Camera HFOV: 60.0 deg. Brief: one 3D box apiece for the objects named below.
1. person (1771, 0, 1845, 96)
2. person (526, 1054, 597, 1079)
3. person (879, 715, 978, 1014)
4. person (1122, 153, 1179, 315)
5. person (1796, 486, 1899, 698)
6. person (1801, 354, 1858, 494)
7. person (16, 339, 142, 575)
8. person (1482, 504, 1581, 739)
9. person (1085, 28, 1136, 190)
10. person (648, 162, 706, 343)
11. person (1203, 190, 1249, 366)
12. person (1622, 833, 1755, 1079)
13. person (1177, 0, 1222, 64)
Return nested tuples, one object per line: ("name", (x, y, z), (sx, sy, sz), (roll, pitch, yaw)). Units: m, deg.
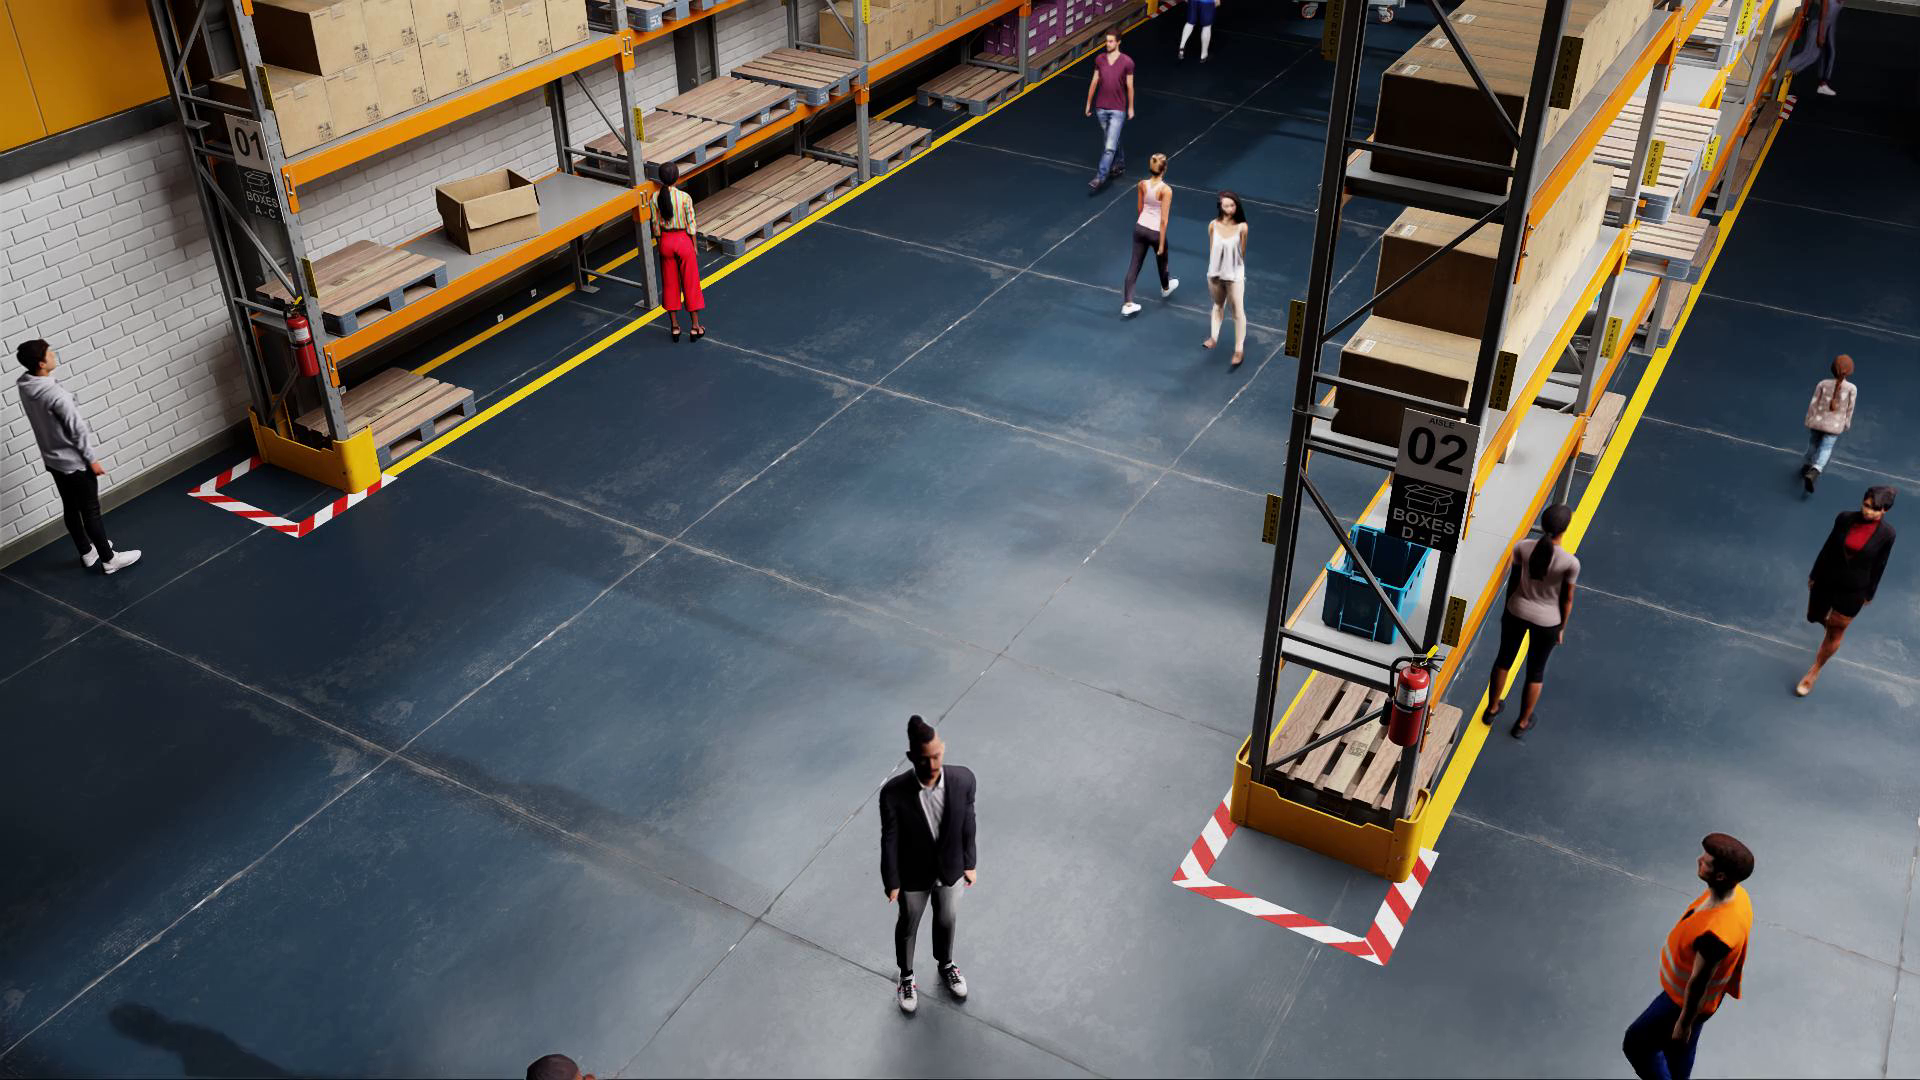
("person", (11.286, -6.717, 21.967), (1.048, 1.663, 0.954), (-23, 40, -31))
("person", (-1.622, 2.886, 7.477), (0.778, 1.709, 0.715), (-6, 34, -9))
("person", (-0.174, 1.726, 9.004), (0.775, 1.949, 0.852), (-11, 35, -16))
("person", (1.830, -2.970, 16.394), (0.669, 1.590, 1.133), (24, 40, 31))
("person", (6.073, 0.310, 11.430), (0.960, 1.623, 0.728), (-28, 43, -35))
("person", (7.162, -0.957, 13.736), (0.525, 1.181, 0.785), (21, 39, 28))
("person", (-6.753, -0.625, 12.560), (0.670, 1.929, 0.575), (16, 37, 23))
("person", (3.774, 0.526, 10.994), (0.599, 1.745, 0.540), (21, 39, 28))
("person", (1.801, -5.023, 19.295), (0.745, 1.799, 1.166), (21, 39, 29))
("person", (-2.703, -2.749, 15.880), (0.678, 1.792, 0.668), (3, 34, 5))
("person", (2.439, -2.421, 15.524), (0.738, 1.639, 0.681), (18, 37, 24))
("person", (3.717, 2.262, 8.264), (0.769, 1.876, 0.587), (18, 38, 25))
("person", (3.308, -7.469, 22.948), (0.713, 1.829, 0.914), (21, 39, 28))
